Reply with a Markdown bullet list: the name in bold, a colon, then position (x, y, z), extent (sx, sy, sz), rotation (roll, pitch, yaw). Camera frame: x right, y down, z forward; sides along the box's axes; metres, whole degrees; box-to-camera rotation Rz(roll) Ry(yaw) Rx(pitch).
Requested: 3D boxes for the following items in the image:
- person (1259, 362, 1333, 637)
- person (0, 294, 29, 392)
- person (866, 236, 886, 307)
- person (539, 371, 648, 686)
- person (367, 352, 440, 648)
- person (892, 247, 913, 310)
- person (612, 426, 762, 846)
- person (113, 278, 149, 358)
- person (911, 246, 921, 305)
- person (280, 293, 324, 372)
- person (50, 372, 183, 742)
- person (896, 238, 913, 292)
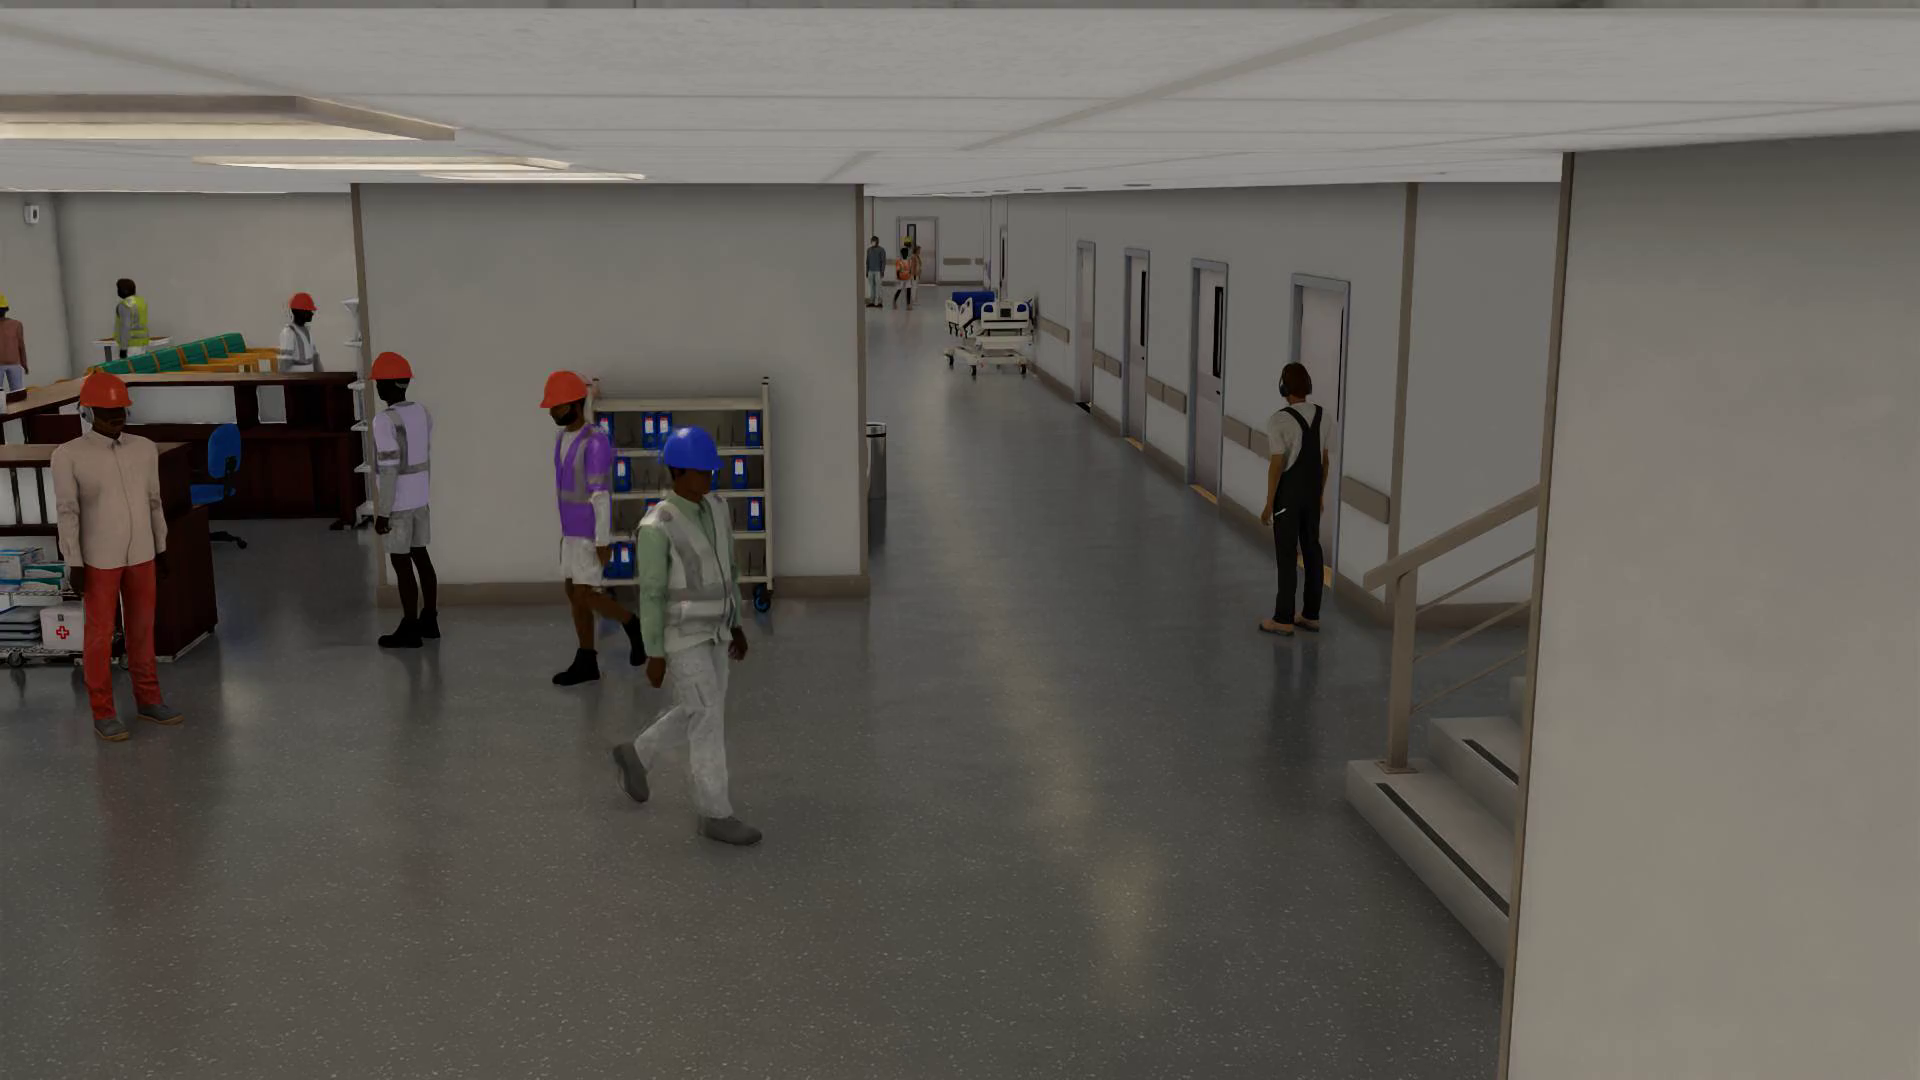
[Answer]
- **person**: position (2.245, -0.268, 11.164), extent (0.507, 1.838, 0.351), rotation (-6, 13, -26)
- **person**: position (-11.852, -2.172, 20.653), extent (0.326, 1.767, 0.533), rotation (10, 15, 40)
- **person**: position (-2.310, -7.313, 45.345), extent (0.636, 1.939, 0.364), rotation (8, 14, 34)
- **person**: position (-2.214, -0.073, 10.025), extent (0.605, 1.912, 0.577), rotation (-9, 15, -38)
- **person**: position (-3.663, -0.260, 10.884), extent (0.357, 1.936, 0.551), rotation (3, 12, 13)
- **person**: position (-1.548, -6.971, 44.347), extent (0.535, 1.670, 0.769), rotation (-8, 14, -34)
- **person**: position (-1.286, 0.414, 7.637), extent (0.820, 1.920, 0.607), rotation (5, 13, 22)
- **person**: position (-11.506, -2.712, 23.115), extent (0.429, 1.843, 0.631), rotation (0, 12, -2)
- **person**: position (-1.227, -7.379, 46.404), extent (0.314, 1.640, 0.516), rotation (3, 12, 12)
- **person**: position (-7.147, -1.745, 18.217), extent (0.701, 1.909, 0.573), rotation (-1, 12, -4)
- **person**: position (-4.594, 0.081, 9.077), extent (0.376, 1.995, 0.608), rotation (6, 13, 28)
- **person**: position (-1.701, -8.681, 52.580), extent (0.744, 1.717, 0.494), rotation (-9, 15, -38)
